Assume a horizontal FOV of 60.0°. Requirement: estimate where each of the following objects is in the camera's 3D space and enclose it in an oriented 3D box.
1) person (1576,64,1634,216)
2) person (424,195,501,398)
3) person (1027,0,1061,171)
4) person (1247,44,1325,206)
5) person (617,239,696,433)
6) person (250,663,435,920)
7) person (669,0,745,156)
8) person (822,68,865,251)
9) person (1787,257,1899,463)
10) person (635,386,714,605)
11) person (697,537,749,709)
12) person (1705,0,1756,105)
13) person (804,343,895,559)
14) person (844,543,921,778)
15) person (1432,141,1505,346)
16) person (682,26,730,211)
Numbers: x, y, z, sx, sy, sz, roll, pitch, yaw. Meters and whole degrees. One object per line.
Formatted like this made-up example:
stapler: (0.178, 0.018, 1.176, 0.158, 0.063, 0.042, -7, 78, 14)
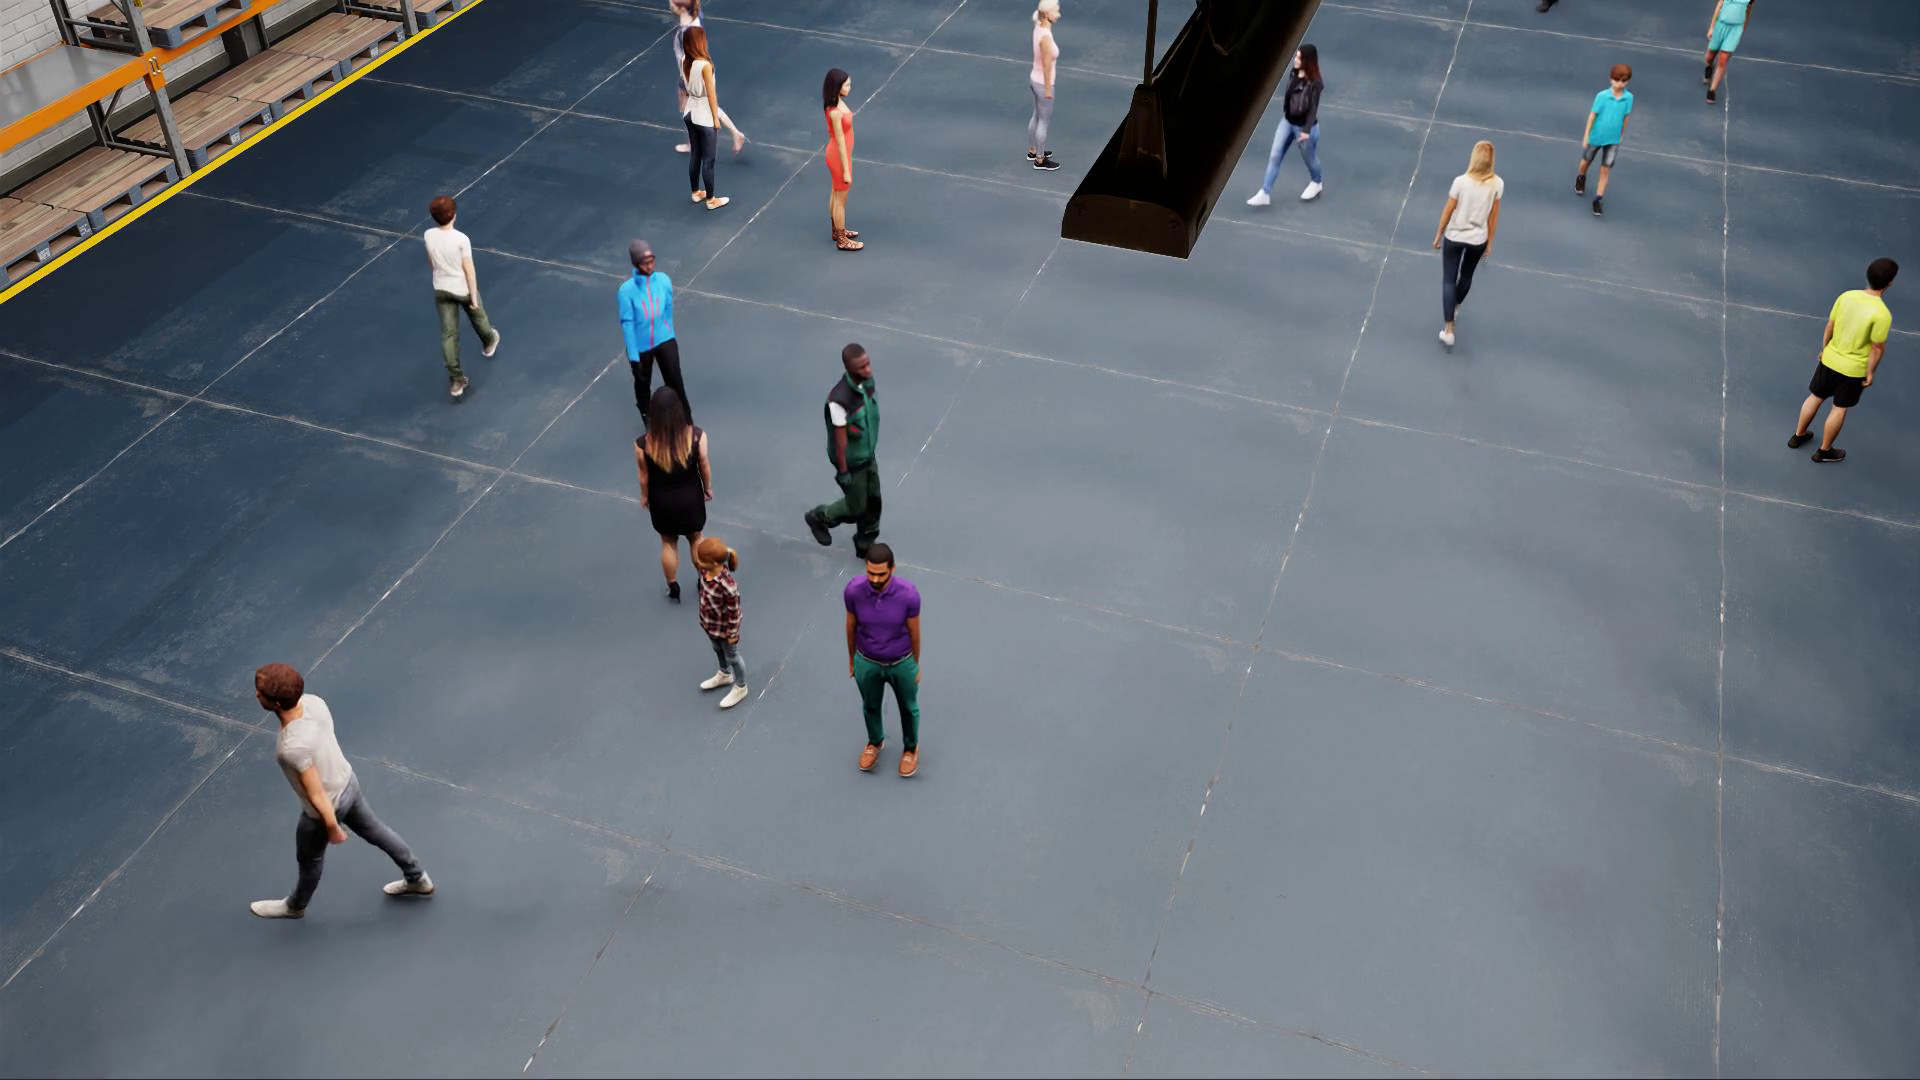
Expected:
person: (6.245, -3.954, 16.155, 0.641, 1.415, 1.001, 7, 39, 9)
person: (-4.126, -1.949, 13.494, 0.799, 1.602, 1.224, 2, 39, 3)
person: (0.831, -4.595, 16.710, 0.702, 1.722, 0.601, -7, 39, -8)
person: (3.337, -3.985, 16.050, 1.188, 1.593, 1.055, -21, 43, -25)
person: (-2.432, -1.531, 12.847, 1.112, 1.755, 1.128, -19, 42, -22)
person: (-3.360, 1.407, 9.100, 1.099, 1.841, 1.253, -4, 39, -5)
person: (-2.605, -4.672, 16.796, 0.650, 1.737, 0.951, 14, 41, 16)
person: (-1.116, -3.516, 15.358, 0.734, 1.723, 0.630, -7, 39, -9)
person: (6.771, -1.378, 12.694, 0.745, 1.708, 0.695, -18, 42, -21)
person: (-1.918, -0.276, 11.311, 0.747, 1.711, 0.779, -10, 40, -12)
person: (-1.526, 0.500, 10.665, 0.632, 1.306, 0.604, -26, 46, -29)
person: (8.359, -5.594, 18.106, 0.599, 1.541, 0.957, 16, 41, 19)
person: (-0.823, -0.607, 11.637, 0.765, 1.822, 0.834, 14, 41, 17)
person: (-0.438, 0.701, 10.043, 0.657, 1.766, 0.623, 4, 39, 5)
person: (4.258, -2.469, 13.997, 0.801, 1.786, 1.058, 2, 39, 3)
person: (-2.504, -4.051, 15.982, 0.650, 1.782, 0.650, 32, 48, 33)
